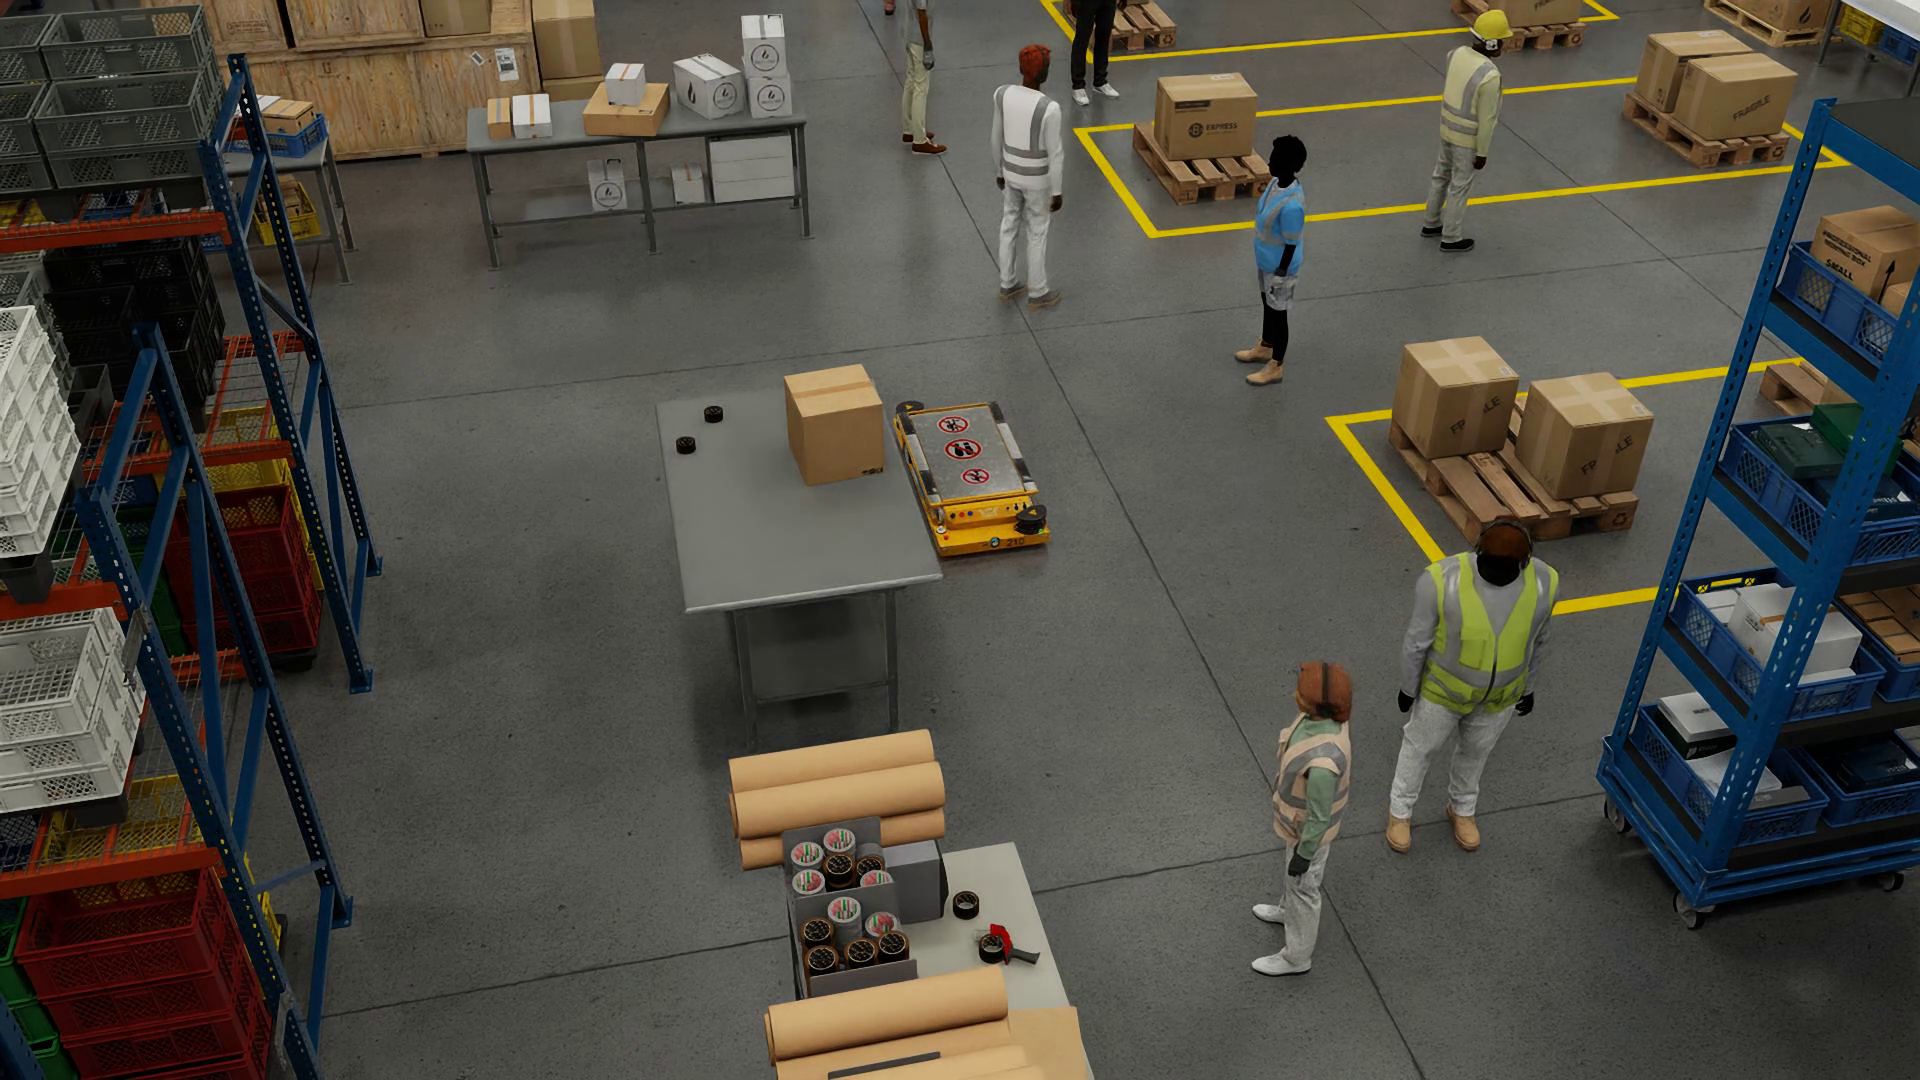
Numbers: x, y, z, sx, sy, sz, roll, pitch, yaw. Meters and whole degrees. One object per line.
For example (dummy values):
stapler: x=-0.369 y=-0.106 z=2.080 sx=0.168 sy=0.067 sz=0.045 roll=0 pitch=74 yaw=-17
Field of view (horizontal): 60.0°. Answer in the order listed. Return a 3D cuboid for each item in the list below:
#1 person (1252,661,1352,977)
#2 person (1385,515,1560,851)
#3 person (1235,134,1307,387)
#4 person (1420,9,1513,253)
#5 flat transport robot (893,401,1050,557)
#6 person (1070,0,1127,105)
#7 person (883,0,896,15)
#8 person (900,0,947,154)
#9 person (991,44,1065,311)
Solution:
person: x=1.422 y=1.146 z=6.852 sx=0.307 sy=1.637 sz=0.525 roll=6 pitch=37 yaw=8
person: x=2.252 y=0.649 z=7.354 sx=0.634 sy=1.838 sz=0.429 roll=0 pitch=37 yaw=-1
person: x=2.044 y=-1.811 z=10.779 sx=0.319 sy=1.696 sz=0.532 roll=-2 pitch=37 yaw=-3
person: x=3.746 y=-3.008 z=12.284 sx=0.403 sy=1.828 sz=0.596 roll=-10 pitch=38 yaw=-13
flat transport robot: x=0.046 y=-0.430 z=10.108 sx=0.652 sy=0.197 sz=1.431 roll=-8 pitch=37 yaw=-10
person: x=1.211 y=-4.834 z=14.656 sx=0.593 sy=1.922 sz=0.391 roll=-20 pitch=41 yaw=-24
person: x=-0.542 y=-6.170 z=16.474 sx=0.657 sy=1.901 sz=0.396 roll=4 pitch=37 yaw=6
person: x=-0.327 y=-4.133 z=13.756 sx=0.328 sy=1.872 sz=0.514 roll=-12 pitch=38 yaw=-16
person: x=0.477 y=-2.514 z=11.568 sx=0.584 sy=1.881 sz=0.337 roll=27 pitch=45 yaw=32
